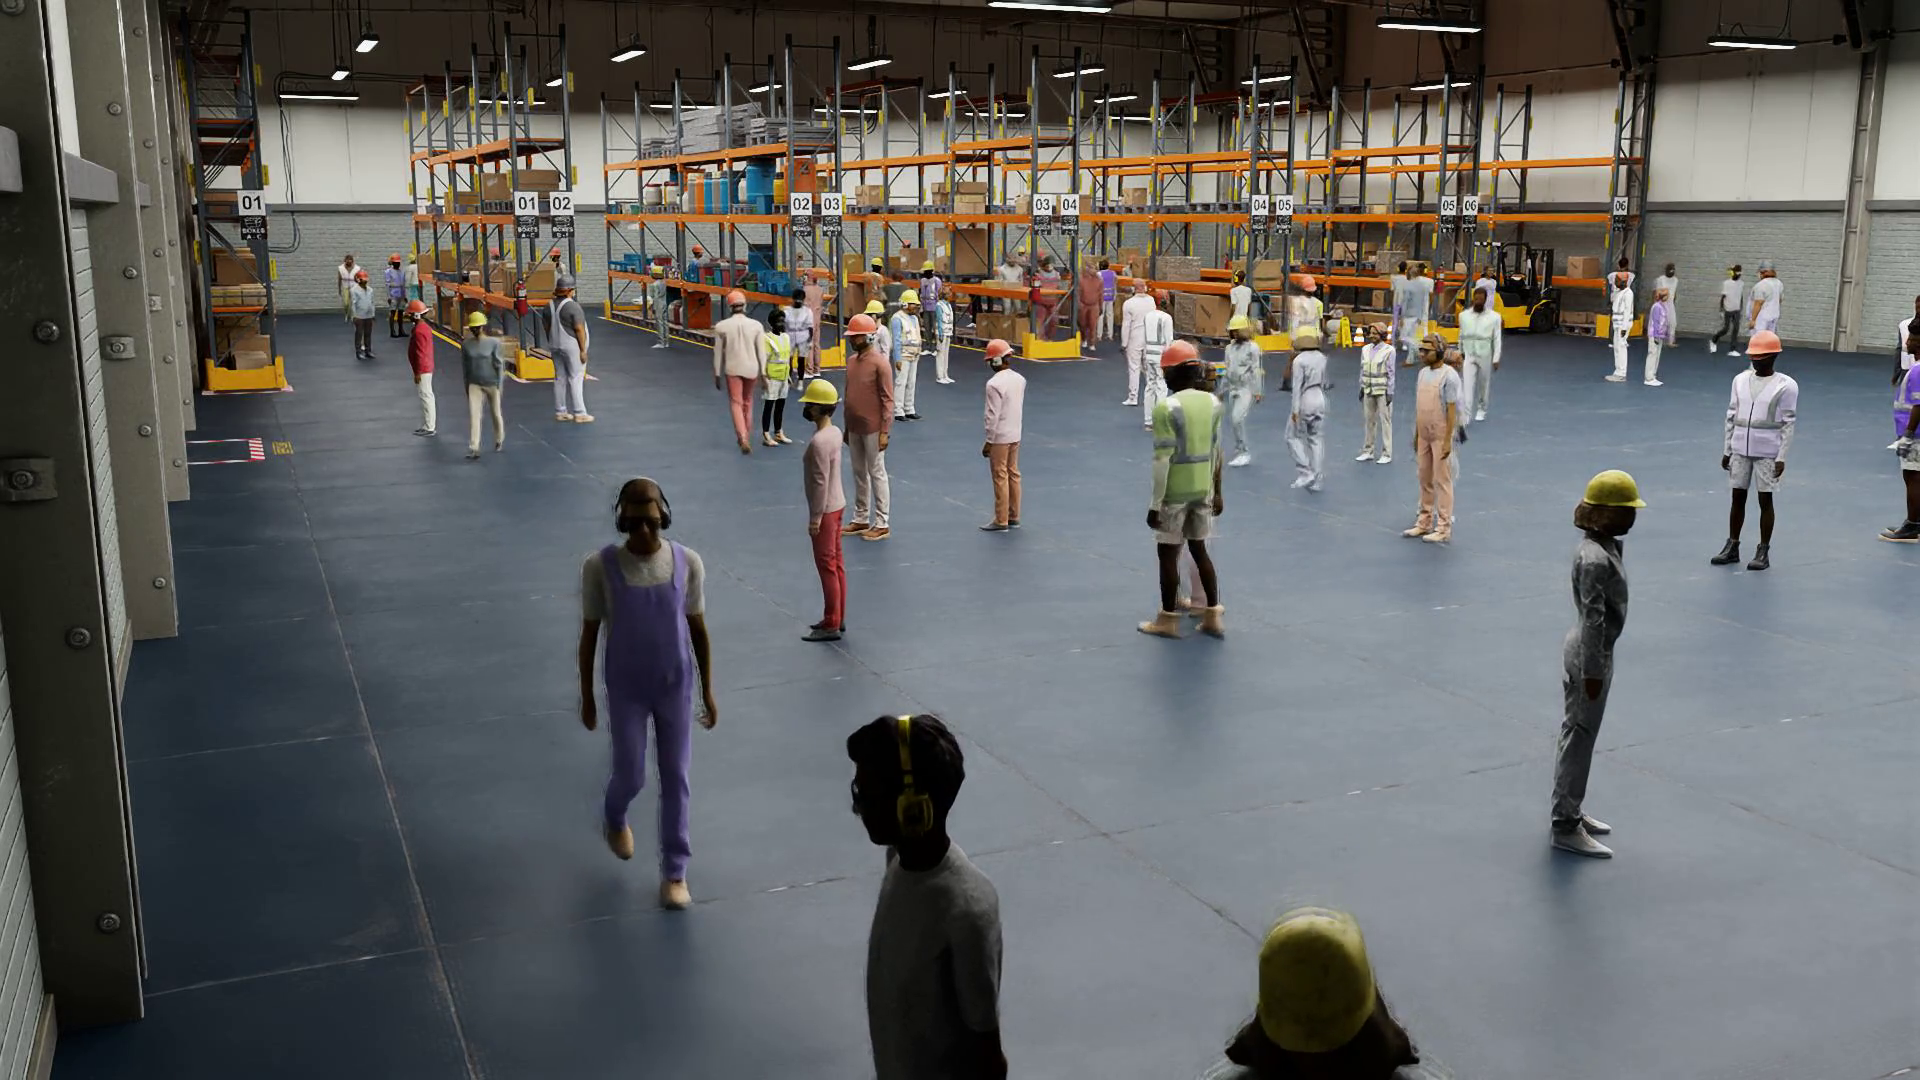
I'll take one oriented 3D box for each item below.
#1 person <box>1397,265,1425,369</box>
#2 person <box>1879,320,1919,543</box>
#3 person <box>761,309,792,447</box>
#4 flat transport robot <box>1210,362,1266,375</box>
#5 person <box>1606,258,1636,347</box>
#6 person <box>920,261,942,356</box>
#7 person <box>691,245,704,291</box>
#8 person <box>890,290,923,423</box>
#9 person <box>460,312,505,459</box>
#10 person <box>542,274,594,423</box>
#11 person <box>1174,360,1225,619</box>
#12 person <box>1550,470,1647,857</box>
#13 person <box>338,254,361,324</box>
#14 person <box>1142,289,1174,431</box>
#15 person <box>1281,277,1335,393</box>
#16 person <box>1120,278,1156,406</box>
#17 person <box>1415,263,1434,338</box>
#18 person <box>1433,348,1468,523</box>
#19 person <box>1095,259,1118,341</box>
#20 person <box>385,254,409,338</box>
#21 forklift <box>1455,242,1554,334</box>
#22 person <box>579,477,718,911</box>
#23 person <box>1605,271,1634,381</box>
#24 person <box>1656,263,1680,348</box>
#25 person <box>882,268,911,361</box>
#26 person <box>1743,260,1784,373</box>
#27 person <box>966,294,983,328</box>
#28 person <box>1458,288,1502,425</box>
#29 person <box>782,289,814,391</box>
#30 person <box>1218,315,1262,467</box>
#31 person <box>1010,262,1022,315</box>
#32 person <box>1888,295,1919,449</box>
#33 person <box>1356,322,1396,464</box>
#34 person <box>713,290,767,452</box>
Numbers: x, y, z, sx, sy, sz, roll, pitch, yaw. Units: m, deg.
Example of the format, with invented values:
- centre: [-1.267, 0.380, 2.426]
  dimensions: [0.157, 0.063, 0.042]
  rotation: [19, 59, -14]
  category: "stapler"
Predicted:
- centre: [8.373, -4.115, 30.741]
  dimensions: [0.512, 1.920, 0.650]
  rotation: [11, 15, 43]
  category: "person"
- centre: [8.374, -0.956, 14.577]
  dimensions: [0.368, 1.967, 0.600]
  rotation: [9, 15, 40]
  category: "person"
- centre: [-2.276, -2.013, 20.633]
  dimensions: [0.318, 1.697, 0.540]
  rotation: [7, 13, 31]
  category: "person"
- centre: [4.632, -3.034, 29.462]
  dimensions: [1.431, 0.197, 0.652]
  rotation: [-3, 12, -17]
  category: "flat transport robot"
- centre: [14.223, -5.112, 35.830]
  dimensions: [0.591, 1.914, 0.383]
  rotation: [7, 13, 32]
  category: "person"
- centre: [-0.608, -4.686, 33.671]
  dimensions: [0.410, 1.918, 0.585]
  rotation: [-11, 15, -43]
  category: "person"
- centre: [-6.844, -6.697, 43.559]
  dimensions: [0.378, 2.041, 0.616]
  rotation: [-1, 11, -6]
  category: "person"
- centre: [-0.726, -2.531, 22.959]
  dimensions: [0.403, 1.824, 0.591]
  rotation: [6, 13, 27]
  category: "person"
- centre: [-5.648, -1.850, 19.752]
  dimensions: [0.539, 1.722, 0.910]
  rotation: [0, 11, 2]
  category: "person"
- centre: [-5.383, -2.649, 22.995]
  dimensions: [0.674, 2.000, 0.535]
  rotation: [7, 13, 31]
  category: "person"
- centre: [1.668, -0.362, 11.875]
  dimensions: [0.327, 1.841, 0.511]
  rotation: [-9, 14, -38]
  category: "person"
- centre: [2.886, 0.543, 7.528]
  dimensions: [0.311, 1.743, 0.493]
  rotation: [4, 12, 21]
  category: "person"
- centre: [-15.829, -6.511, 43.181]
  dimensions: [0.568, 1.817, 0.505]
  rotation: [-4, 12, -18]
  category: "person"
- centre: [2.626, -2.349, 21.872]
  dimensions: [0.356, 1.883, 0.574]
  rotation: [-7, 13, -31]
  category: "person"
- centre: [5.595, -3.282, 26.664]
  dimensions: [0.999, 1.854, 0.582]
  rotation: [9, 14, 39]
  category: "person"
- centre: [2.685, -2.962, 24.944]
  dimensions: [0.636, 1.903, 0.404]
  rotation: [-5, 12, -22]
  category: "person"
- centre: [9.391, -4.713, 33.933]
  dimensions: [0.513, 1.866, 0.331]
  rotation: [4, 12, 21]
  category: "person"
- centre: [4.576, -0.975, 15.563]
  dimensions: [0.537, 1.622, 0.534]
  rotation: [7, 13, 31]
  category: "person"
- centre: [3.249, -5.417, 37.595]
  dimensions: [0.637, 1.837, 0.429]
  rotation: [-5, 12, -24]
  category: "person"
- centre: [-13.044, -5.666, 38.589]
  dimensions: [0.375, 1.935, 0.551]
  rotation: [7, 13, 31]
  category: "person"
- centre: [13.047, -6.049, 39.881]
  dimensions: [2.313, 2.155, 1.214]
  rotation: [-5, 12, -23]
  category: "forklift"
- centre: [-1.325, 0.608, 6.997]
  dimensions: [0.546, 1.823, 0.585]
  rotation: [-4, 12, -22]
  category: "person"
- centre: [11.360, -3.666, 28.581]
  dimensions: [0.362, 1.878, 0.588]
  rotation: [1, 11, 6]
  category: "person"
- centre: [15.071, -4.977, 35.406]
  dimensions: [0.515, 1.815, 0.804]
  rotation: [-1, 11, -6]
  category: "person"
- centre: [-1.218, -4.314, 32.013]
  dimensions: [0.568, 1.829, 0.591]
  rotation: [2, 11, 9]
  category: "person"
- centre: [14.349, -3.987, 29.795]
  dimensions: [0.676, 2.000, 0.536]
  rotation: [-6, 13, -29]
  category: "person"
- centre: [0.403, -6.287, 41.936]
  dimensions: [0.327, 1.865, 0.521]
  rotation: [-9, 14, -39]
  category: "person"
- centre: [7.121, -2.527, 22.843]
  dimensions: [0.603, 1.869, 1.033]
  rotation: [6, 13, 28]
  category: "person"
- centre: [-2.617, -3.220, 26.822]
  dimensions: [0.549, 1.661, 0.489]
  rotation: [0, 11, 1]
  category: "person"
- centre: [3.149, -1.684, 18.874]
  dimensions: [0.489, 1.725, 0.511]
  rotation: [-8, 14, -35]
  category: "person"
- centre: [1.434, -6.244, 42.332]
  dimensions: [0.284, 1.624, 0.495]
  rotation: [-2, 11, -9]
  category: "person"
- centre: [11.612, -2.022, 20.147]
  dimensions: [0.397, 1.911, 0.588]
  rotation: [-6, 13, -29]
  category: "person"
- centre: [4.819, -1.697, 19.211]
  dimensions: [0.318, 1.630, 0.513]
  rotation: [-7, 13, -32]
  category: "person"
- centre: [-2.647, -2.035, 20.110]
  dimensions: [0.631, 1.955, 0.898]
  rotation: [-4, 12, -18]
  category: "person"
